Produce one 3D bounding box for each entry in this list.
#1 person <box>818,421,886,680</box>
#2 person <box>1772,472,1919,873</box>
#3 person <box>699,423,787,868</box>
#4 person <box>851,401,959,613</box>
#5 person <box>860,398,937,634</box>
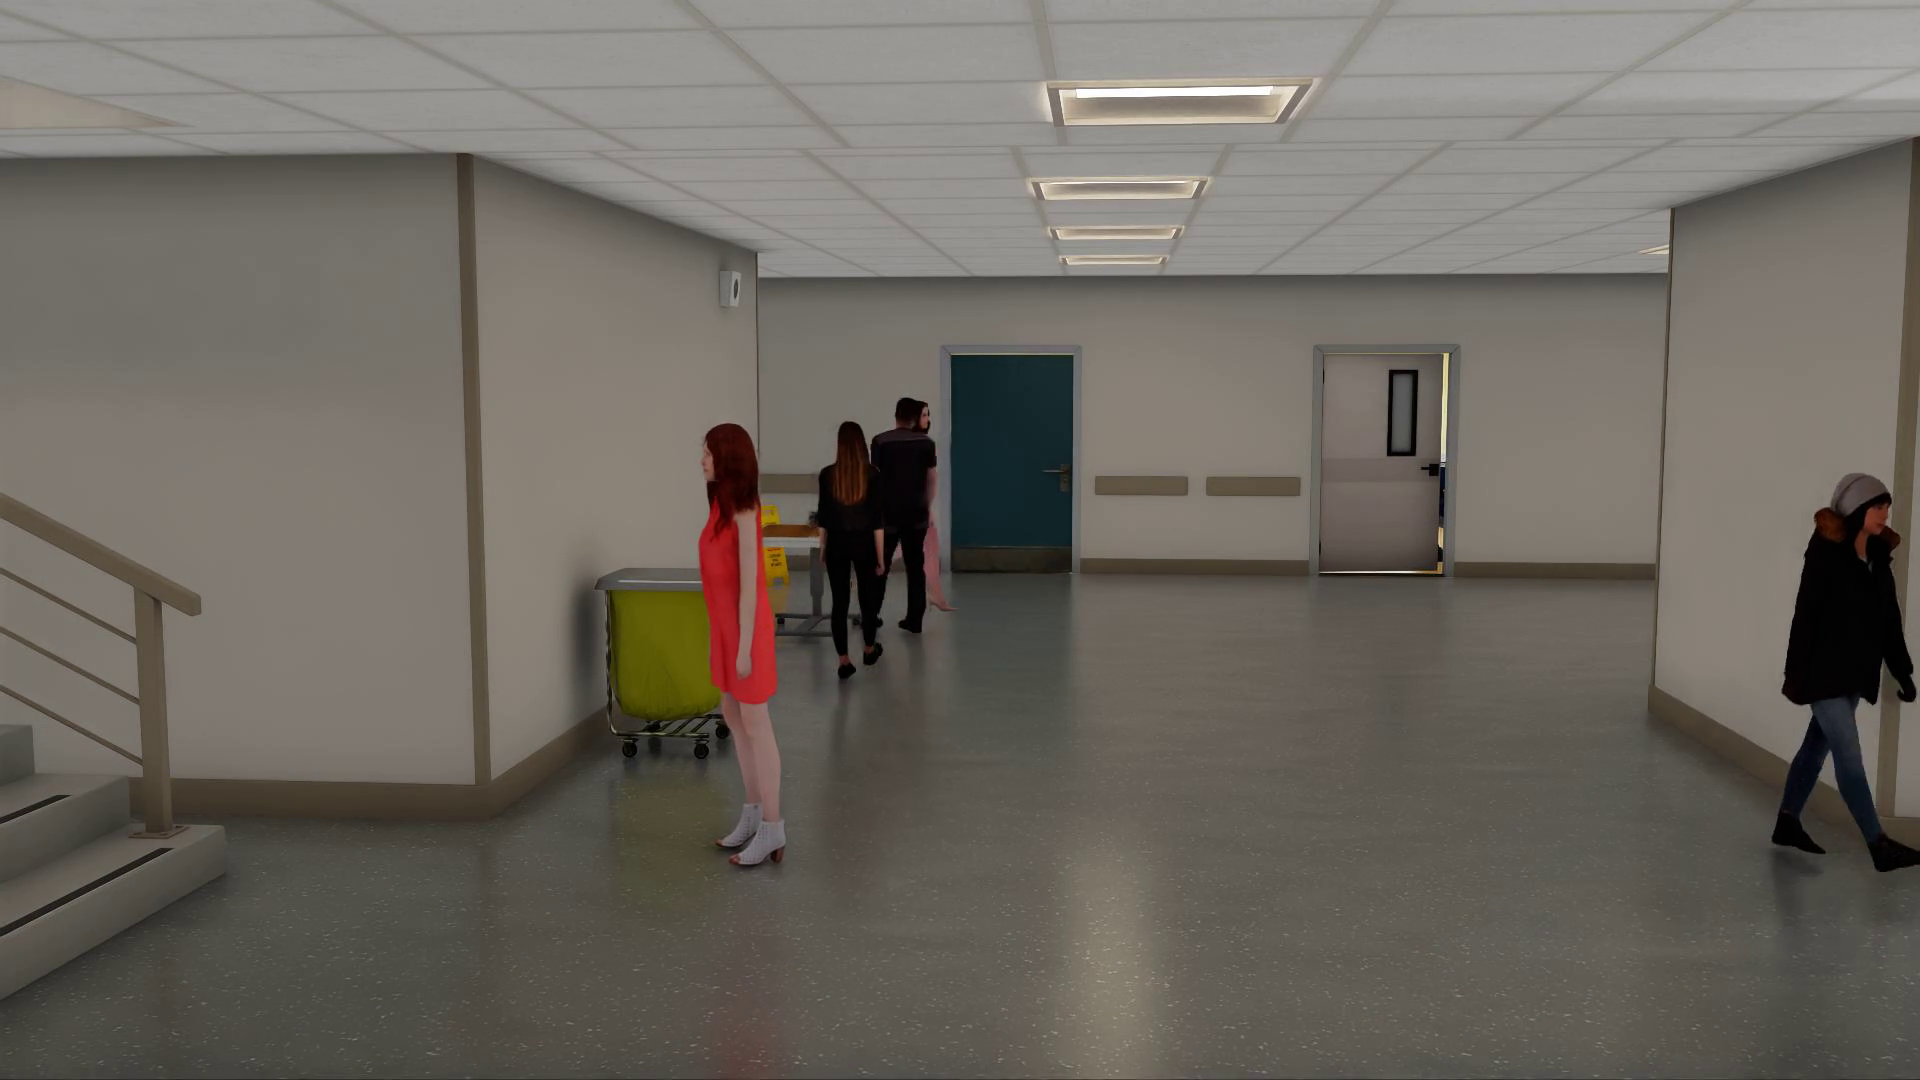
[{"bbox_3d":[-0.744,0.083,10.995,0.904,1.688,0.715,1,6,8],"label":"person"},{"bbox_3d":[3.572,0.537,6.906,1.018,1.605,0.998,-3,6,-27],"label":"person"},{"bbox_3d":[-0.891,0.427,6.914,0.666,1.821,0.664,-2,6,-19],"label":"person"},{"bbox_3d":[-0.494,-0.243,13.853,1.138,1.765,0.649,1,6,10],"label":"person"},{"bbox_3d":[-0.414,-0.180,12.892,0.751,1.833,0.901,-2,6,-19],"label":"person"}]
